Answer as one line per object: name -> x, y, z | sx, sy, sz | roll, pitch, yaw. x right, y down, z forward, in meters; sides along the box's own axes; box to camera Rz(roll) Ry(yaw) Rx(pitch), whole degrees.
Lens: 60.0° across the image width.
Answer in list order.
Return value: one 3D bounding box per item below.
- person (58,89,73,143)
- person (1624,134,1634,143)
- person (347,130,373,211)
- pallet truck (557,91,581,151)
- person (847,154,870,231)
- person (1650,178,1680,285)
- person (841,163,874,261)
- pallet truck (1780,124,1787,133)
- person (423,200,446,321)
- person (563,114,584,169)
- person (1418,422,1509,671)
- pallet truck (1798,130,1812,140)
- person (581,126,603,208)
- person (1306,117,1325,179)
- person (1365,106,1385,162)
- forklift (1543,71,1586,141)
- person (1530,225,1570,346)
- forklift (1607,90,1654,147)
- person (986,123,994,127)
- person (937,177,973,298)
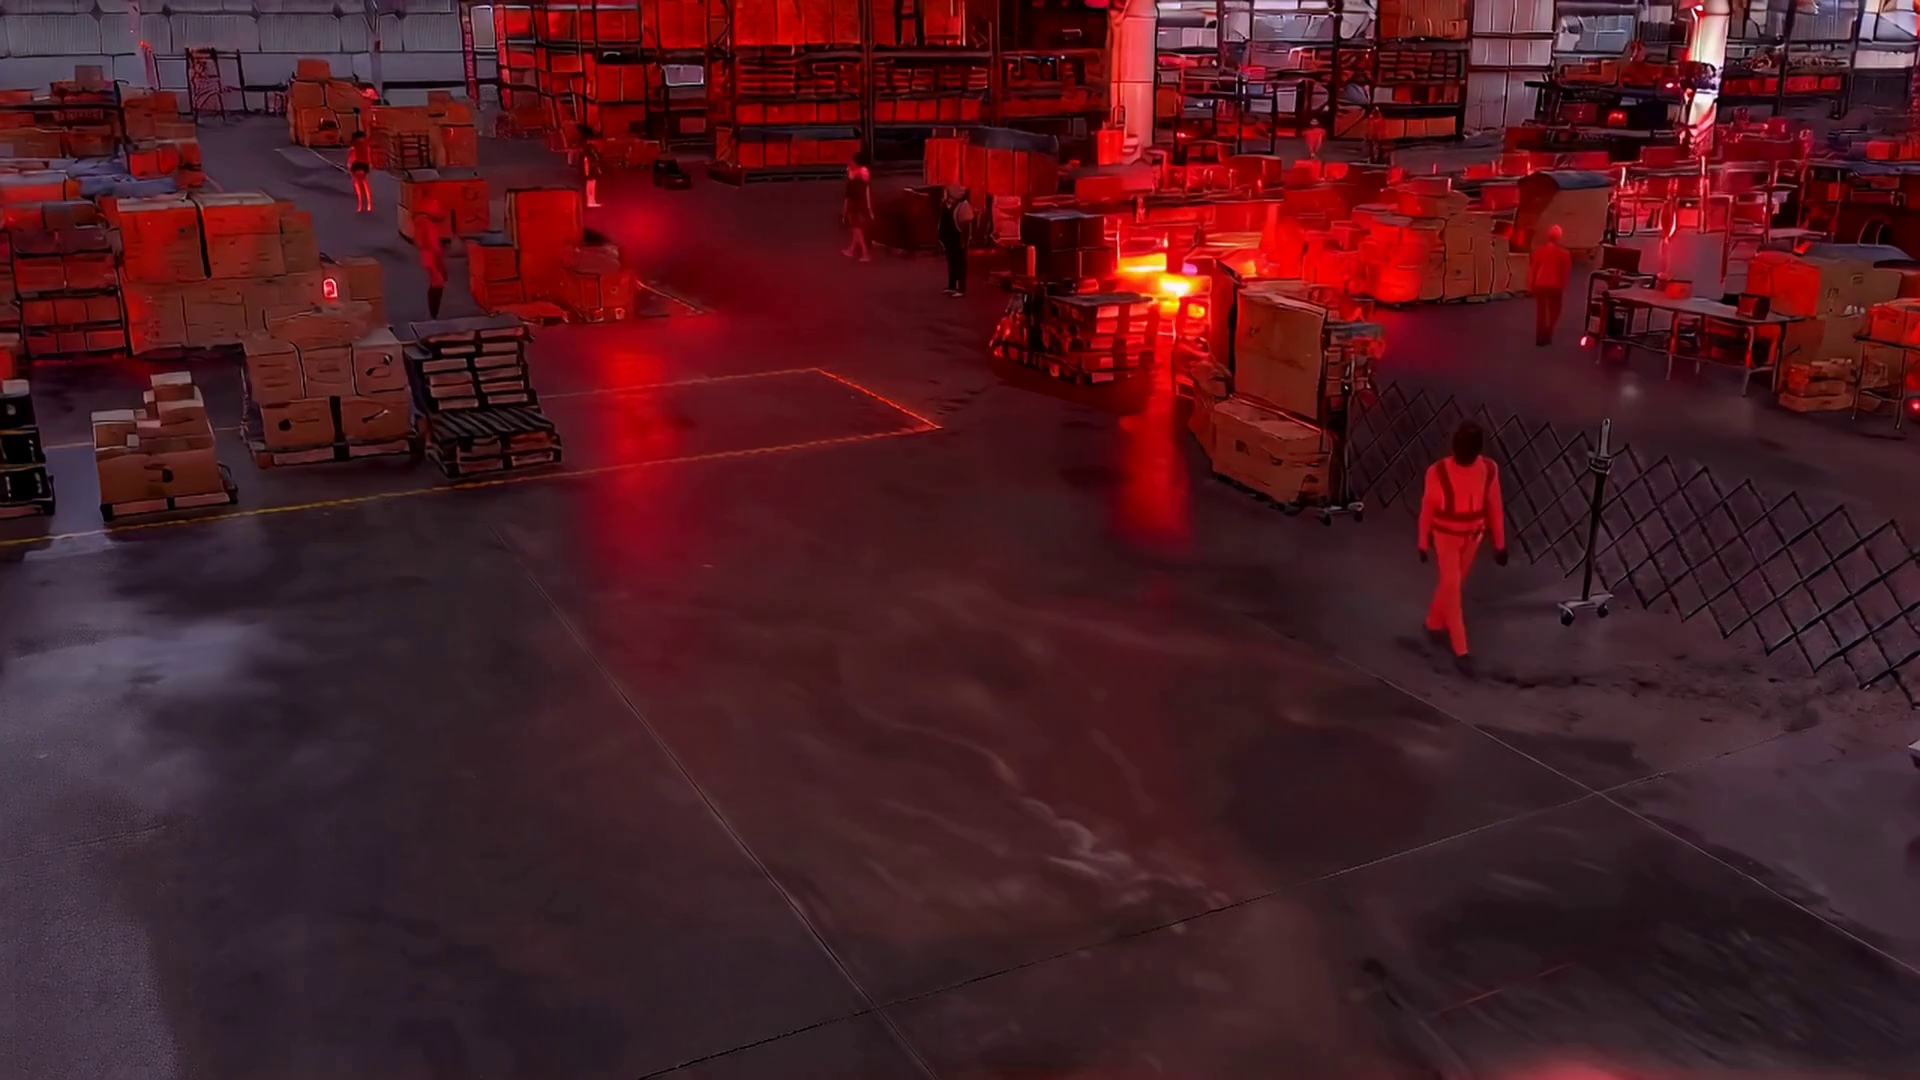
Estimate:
person -> -32.377, -15.352, 60.270 | 0.396, 1.911, 0.580 | -13, 22, -35
person -> 21.768, -13.212, 54.059 | 0.397, 1.622, 0.508 | -2, 18, -6
person -> -14.524, -8.939, 40.248 | 0.539, 1.930, 0.388 | -14, 23, -37
pallet truck -> -13.495, -14.412, 57.188 | 0.823, 1.965, 1.885 | -3, 18, -9
person -> -2.251, -7.663, 36.696 | 0.549, 1.642, 0.858 | 4, 18, 11
person -> 12.536, -5.463, 29.496 | 0.329, 1.872, 0.508 | 4, 18, 13
person -> -2.047, -6.402, 32.447 | 0.578, 1.848, 1.066 | -16, 24, -41
pallet truck -> 25.206, -12.542, 52.601 | 1.601, 1.201, 0.680 | 0, 18, -2
person -> -8.011, -4.211, 25.422 | 0.417, 1.996, 0.791 | -7, 19, -19
person -> -11.792, -12.123, 50.615 | 0.540, 1.646, 0.854 | -10, 20, -28
person -> 3.764, 0.033, 12.405 | 0.594, 1.831, 0.972 | -5, 18, -14
pallet truck -> 25.526, -11.556, 49.408 | 1.630, 1.274, 0.653 | -9, 20, -26
person -> -9.066, -9.189, 40.953 | 0.361, 1.964, 0.616 | 5, 18, 14
person -> 10.005, -10.983, 46.792 | 0.727, 1.815, 0.593 | -8, 19, -24
person -> 12.473, -12.129, 50.218 | 0.407, 1.908, 0.641 | -11, 21, -31
forklift -> 18.685, -13.231, 52.085 | 1.873, 2.768, 1.129 | -9, 20, -26
person -> 8.538, -3.683, 24.135 | 0.538, 1.743, 0.401 | 9, 20, 27
forklift -> 23.576, -14.997, 57.589 | 1.873, 2.768, 1.129 | -9, 20, -26
person -> 0.756, -10.902, 46.783 | 0.873, 1.641, 0.556 | -16, 24, -40
person -> -0.116, -5.127, 28.173 | 0.536, 2.000, 0.676 | -10, 20, -28
